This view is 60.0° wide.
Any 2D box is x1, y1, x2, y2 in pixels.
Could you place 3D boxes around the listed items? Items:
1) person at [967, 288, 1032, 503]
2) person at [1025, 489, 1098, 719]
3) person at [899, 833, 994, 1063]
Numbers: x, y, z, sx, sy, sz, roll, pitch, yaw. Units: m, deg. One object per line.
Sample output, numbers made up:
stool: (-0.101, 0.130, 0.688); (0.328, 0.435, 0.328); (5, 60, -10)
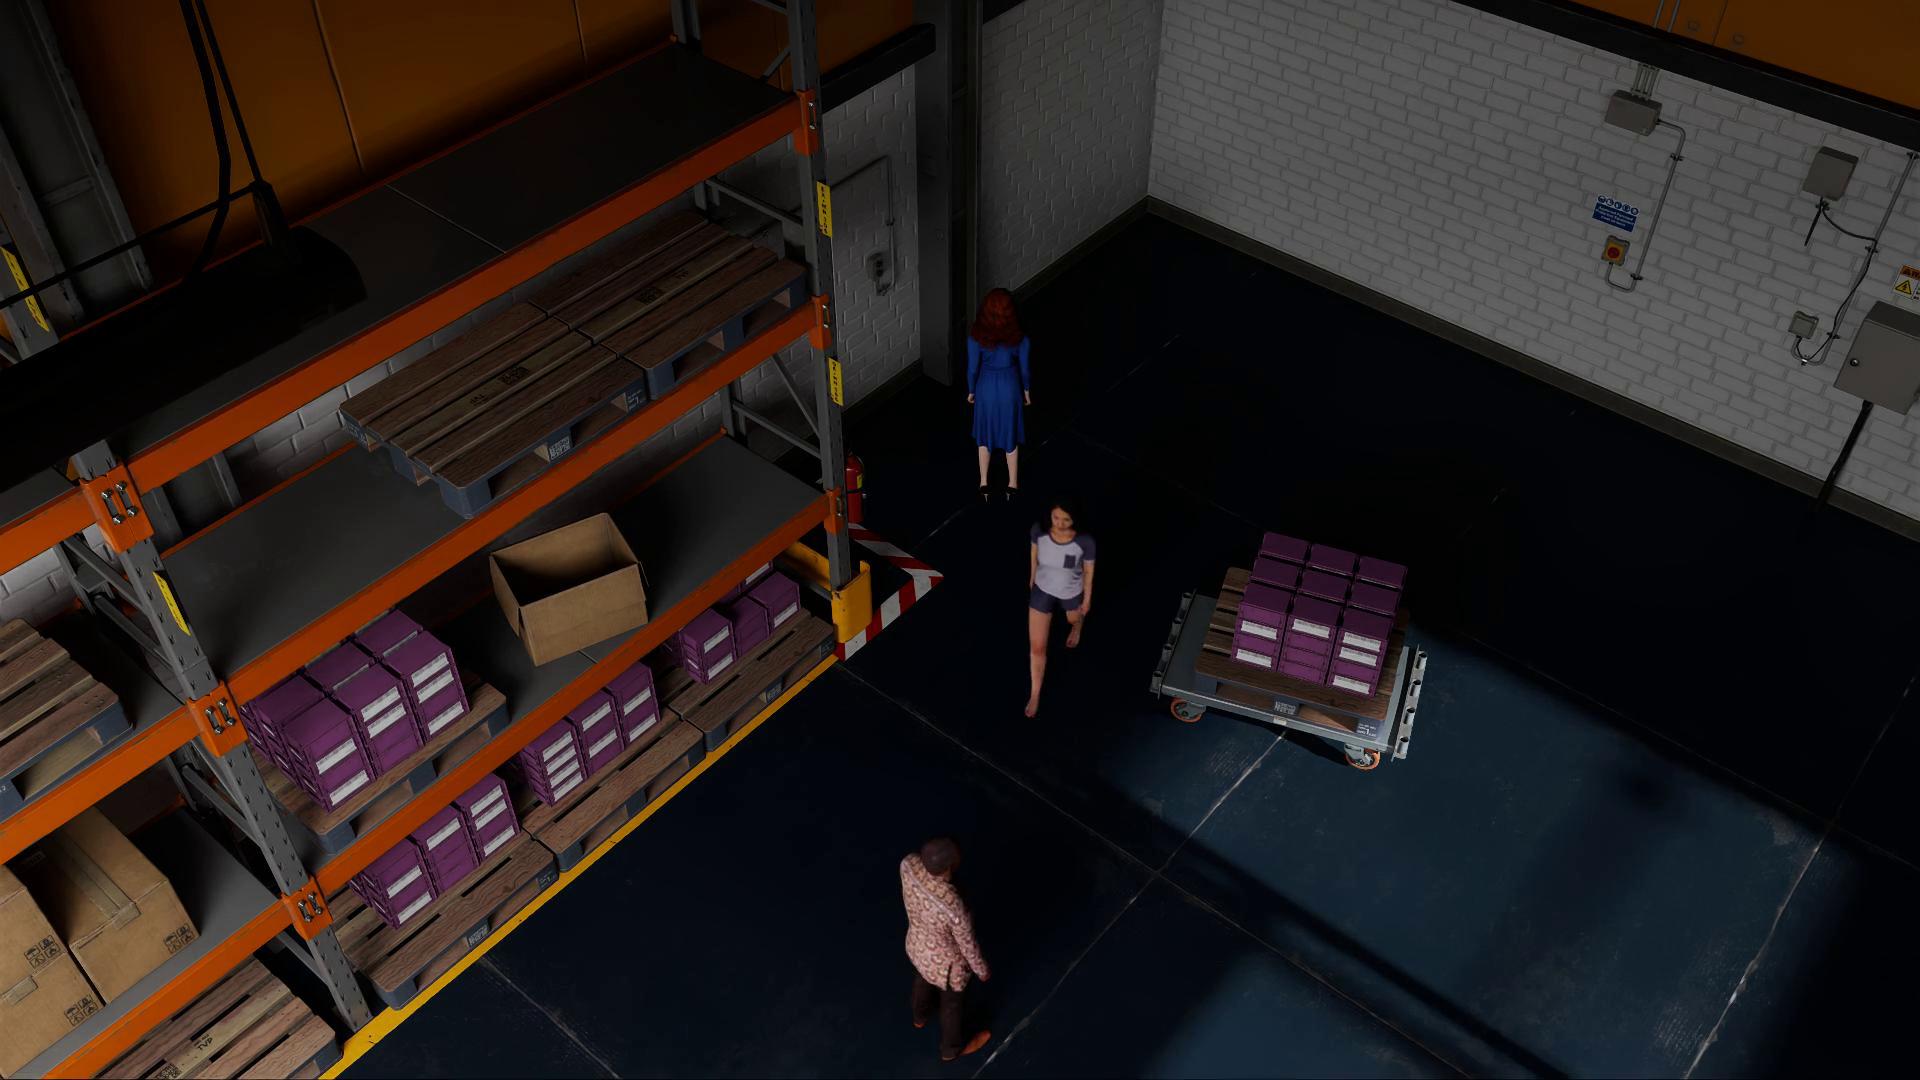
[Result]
person: (0.271, -1.017, 11.933); (0.718, 1.827, 0.752); (3, 44, 3)
person: (0.685, 0.269, 10.706); (0.901, 1.659, 1.213); (12, 45, 13)
person: (-0.108, 2.133, 8.643); (0.686, 1.805, 0.744); (-28, 50, -27)
